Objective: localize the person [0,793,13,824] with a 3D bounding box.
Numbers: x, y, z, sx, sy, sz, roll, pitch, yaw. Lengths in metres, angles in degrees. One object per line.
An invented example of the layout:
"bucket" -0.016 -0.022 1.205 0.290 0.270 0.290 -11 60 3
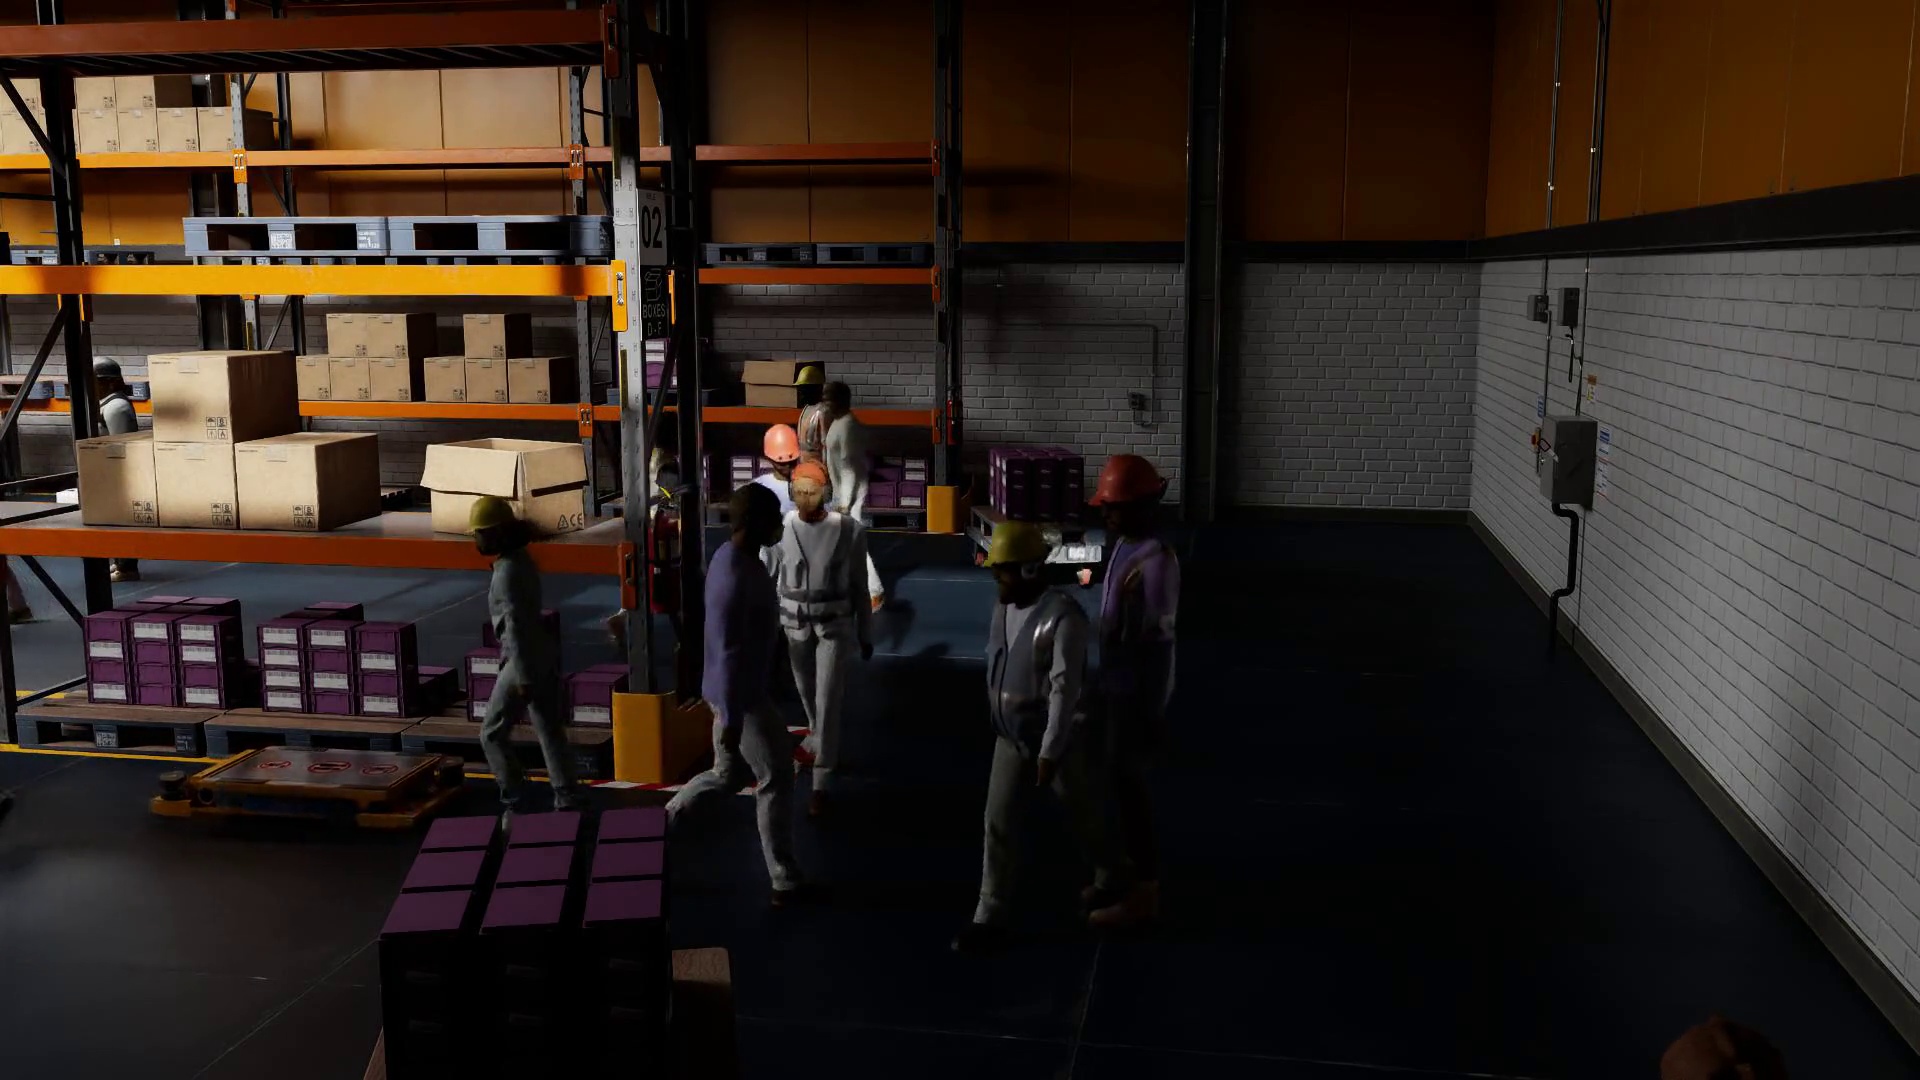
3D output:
"person" -5.020 0.636 7.731 0.898 1.864 0.630 -3 10 -19

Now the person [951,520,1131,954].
"person" 0.370 0.790 6.996 0.925 1.787 0.583 -7 12 -39

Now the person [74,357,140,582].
"person" -7.710 -0.640 15.057 0.536 2.000 0.676 -5 10 -27

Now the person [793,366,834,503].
"person" -1.360 -0.657 15.507 0.369 1.928 0.586 -4 10 -25

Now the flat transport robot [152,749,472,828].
"flat transport robot" -3.360 1.273 8.663 1.431 0.197 0.652 1 9 9

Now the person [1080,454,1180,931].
"person" 0.722 0.641 7.149 0.390 2.034 0.609 -1 9 -9

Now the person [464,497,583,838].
"person" -2.167 0.628 8.224 0.599 1.697 0.511 0 9 0

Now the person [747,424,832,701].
"person" -1.091 0.179 10.525 0.631 1.875 0.965 -6 11 -32

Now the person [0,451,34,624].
"person" -7.620 -0.266 12.940 0.501 1.997 0.625 -5 11 -30

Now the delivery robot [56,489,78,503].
"delivery robot" -9.394 -0.425 18.029 0.707 0.478 0.477 2 9 9

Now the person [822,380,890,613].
"person" -0.862 -0.356 13.679 0.557 1.924 0.653 -2 9 -12

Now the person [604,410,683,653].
"person" -2.158 -0.035 12.007 0.762 1.819 0.631 -4 10 -25

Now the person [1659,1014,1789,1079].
"person" 1.205 1.551 2.741 0.501 1.627 0.289 4 10 22

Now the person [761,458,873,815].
"person" -0.764 0.459 8.909 0.618 1.844 0.920 2 9 12

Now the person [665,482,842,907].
"person" -1.028 0.687 7.300 0.905 1.906 0.625 -1 9 -7
